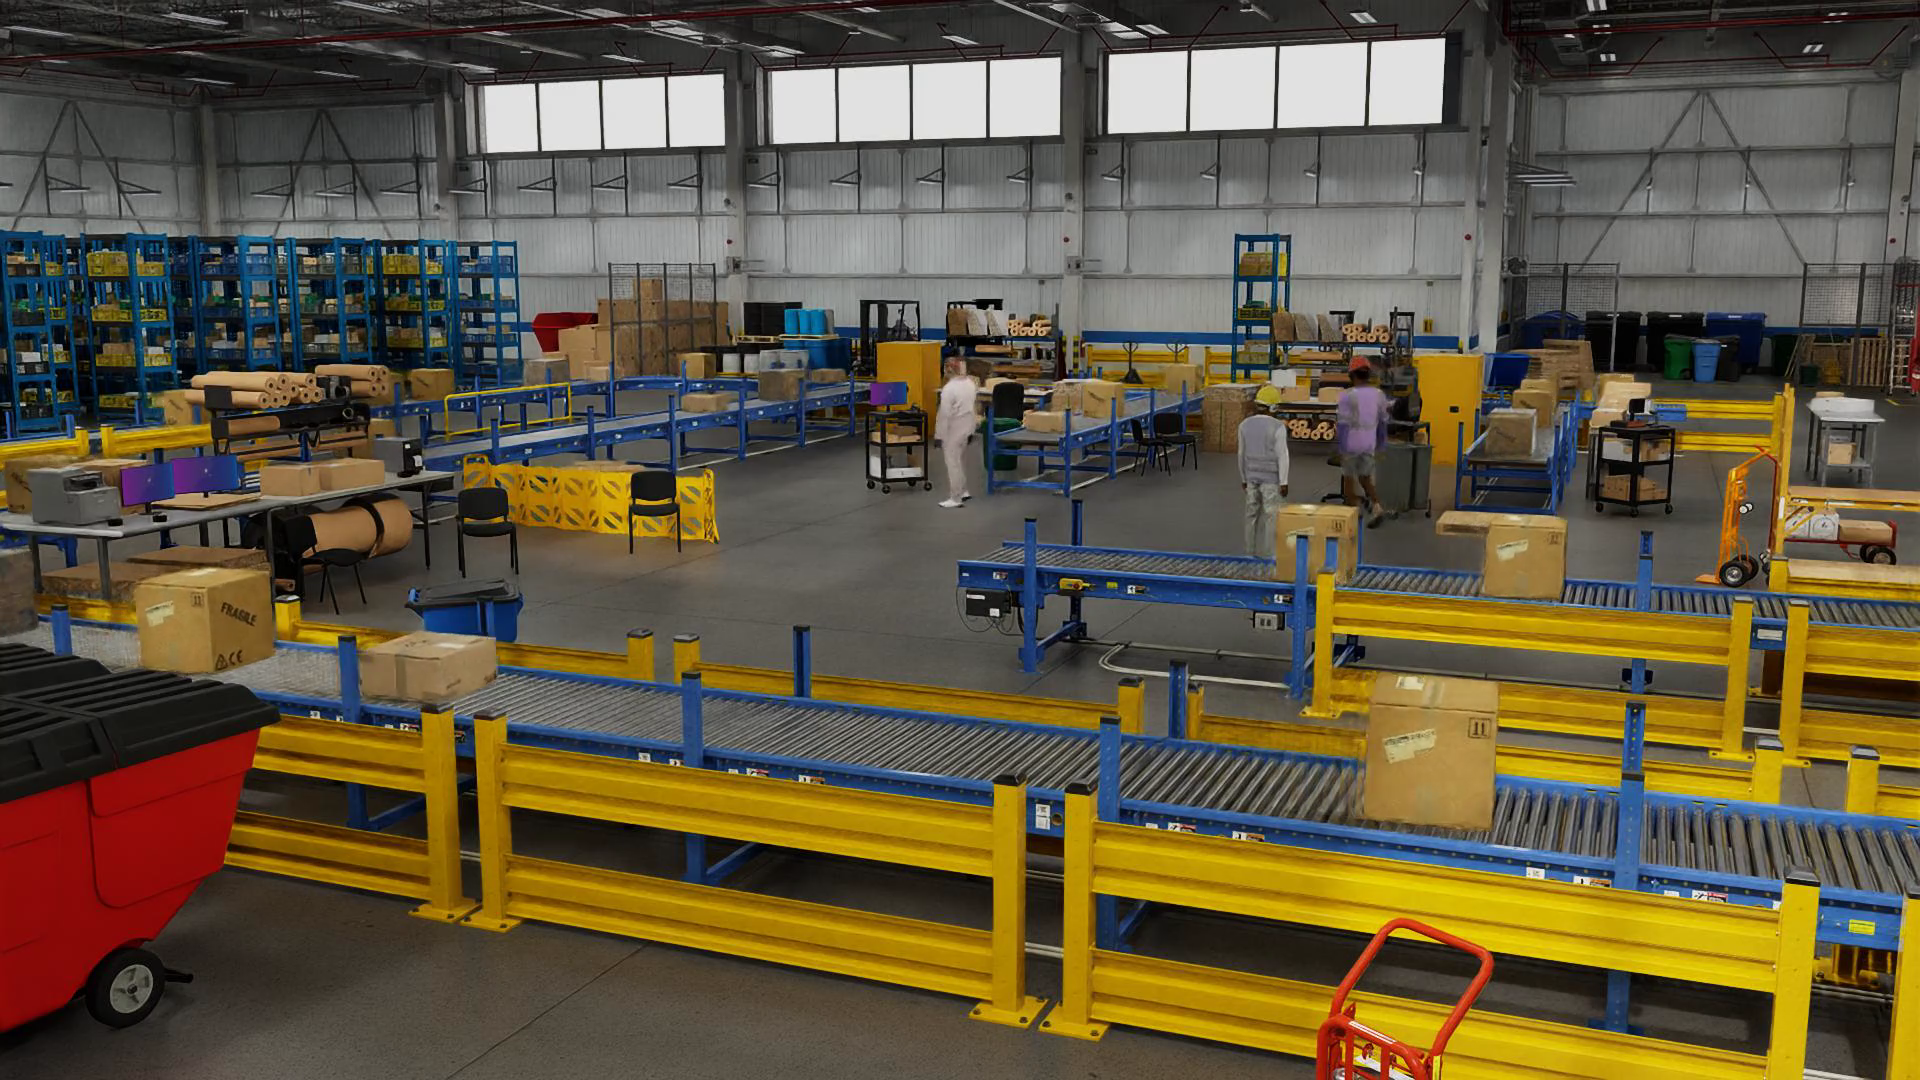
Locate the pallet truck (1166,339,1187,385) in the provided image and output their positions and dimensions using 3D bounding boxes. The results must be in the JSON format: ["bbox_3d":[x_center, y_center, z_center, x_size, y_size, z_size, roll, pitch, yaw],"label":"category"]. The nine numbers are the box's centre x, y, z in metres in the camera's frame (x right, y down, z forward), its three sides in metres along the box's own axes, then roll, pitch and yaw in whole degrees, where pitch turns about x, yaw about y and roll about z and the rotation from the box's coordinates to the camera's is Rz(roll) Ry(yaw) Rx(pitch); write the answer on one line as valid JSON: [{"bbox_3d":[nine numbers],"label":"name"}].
[{"bbox_3d":[5.418,-4.269,40.420,0.704,1.261,1.522,3,10,20],"label":"pallet truck"}]

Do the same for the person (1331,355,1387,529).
[{"bbox_3d":[4.550,-1.077,18.874,0.650,2.019,0.590,-4,10,-23],"label":"person"}]

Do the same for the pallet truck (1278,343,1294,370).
[{"bbox_3d":[7.886,-4.163,39.743,0.653,1.274,1.630,4,10,22],"label":"pallet truck"}]

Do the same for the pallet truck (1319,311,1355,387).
[{"bbox_3d":[9.071,-4.419,39.190,0.823,1.965,1.885,5,10,26],"label":"pallet truck"}]

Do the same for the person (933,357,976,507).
[{"bbox_3d":[-0.100,-1.347,20.866,0.459,1.893,0.681,6,11,32],"label":"person"}]

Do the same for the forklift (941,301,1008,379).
[{"bbox_3d":[0.365,-4.966,41.571,1.157,1.987,2.680,3,10,20],"label":"forklift"}]

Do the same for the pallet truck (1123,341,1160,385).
[{"bbox_3d":[4.445,-4.380,41.279,0.680,1.201,1.601,4,10,22],"label":"pallet truck"}]

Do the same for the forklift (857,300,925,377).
[{"bbox_3d":[-1.732,-5.109,42.468,1.157,1.987,2.680,4,10,22],"label":"forklift"}]

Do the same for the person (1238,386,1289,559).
[{"bbox_3d":[3.073,-0.628,16.715,0.403,1.835,0.586,-8,12,-41],"label":"person"}]

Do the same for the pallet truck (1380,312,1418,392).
[{"bbox_3d":[10.207,-4.283,38.369,0.823,1.965,1.885,3,10,20],"label":"pallet truck"}]
